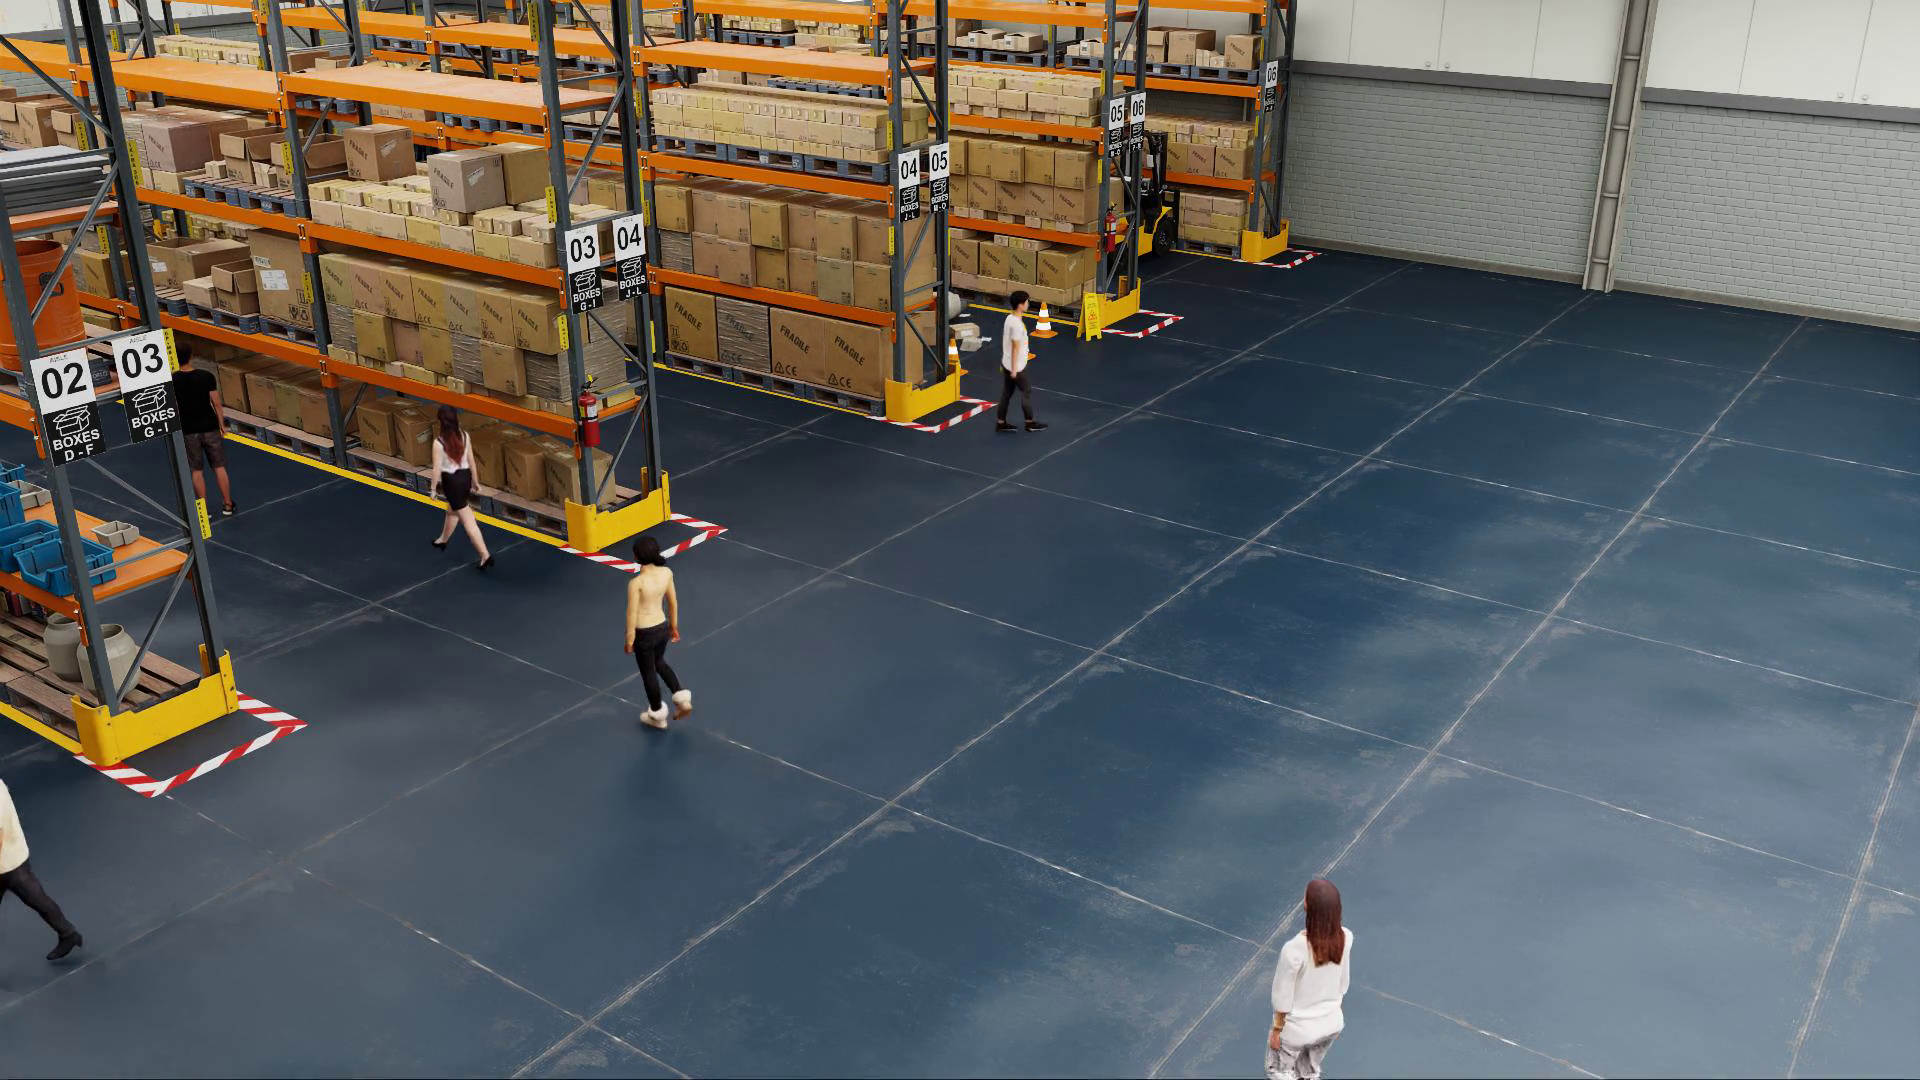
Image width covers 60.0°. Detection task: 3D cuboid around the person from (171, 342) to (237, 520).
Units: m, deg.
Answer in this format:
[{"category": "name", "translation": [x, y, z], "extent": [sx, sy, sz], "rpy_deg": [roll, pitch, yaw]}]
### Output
[{"category": "person", "translation": [-7.807, -1.128, 17.051], "extent": [0.766, 1.861, 0.757], "rpy_deg": [-12, 26, -26]}]

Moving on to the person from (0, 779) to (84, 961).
[{"category": "person", "translation": [-5.760, 1.950, 10.205], "extent": [0.898, 1.555, 1.017], "rpy_deg": [-14, 27, -30]}]

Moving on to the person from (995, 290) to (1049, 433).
[{"category": "person", "translation": [0.561, -2.071, 19.470], "extent": [0.990, 1.704, 0.930], "rpy_deg": [-4, 23, -9]}]

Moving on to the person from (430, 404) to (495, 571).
[{"category": "person", "translation": [-4.709, -0.444, 15.790], "extent": [1.108, 1.590, 0.600], "rpy_deg": [14, 27, 29]}]

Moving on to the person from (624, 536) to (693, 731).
[{"category": "person", "translation": [-2.343, 0.748, 12.915], "extent": [0.720, 1.646, 0.591], "rpy_deg": [16, 28, 34]}]

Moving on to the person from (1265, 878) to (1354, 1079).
[{"category": "person", "translation": [1.848, 2.539, 8.664], "extent": [0.786, 1.677, 0.876], "rpy_deg": [-11, 25, -24]}]
